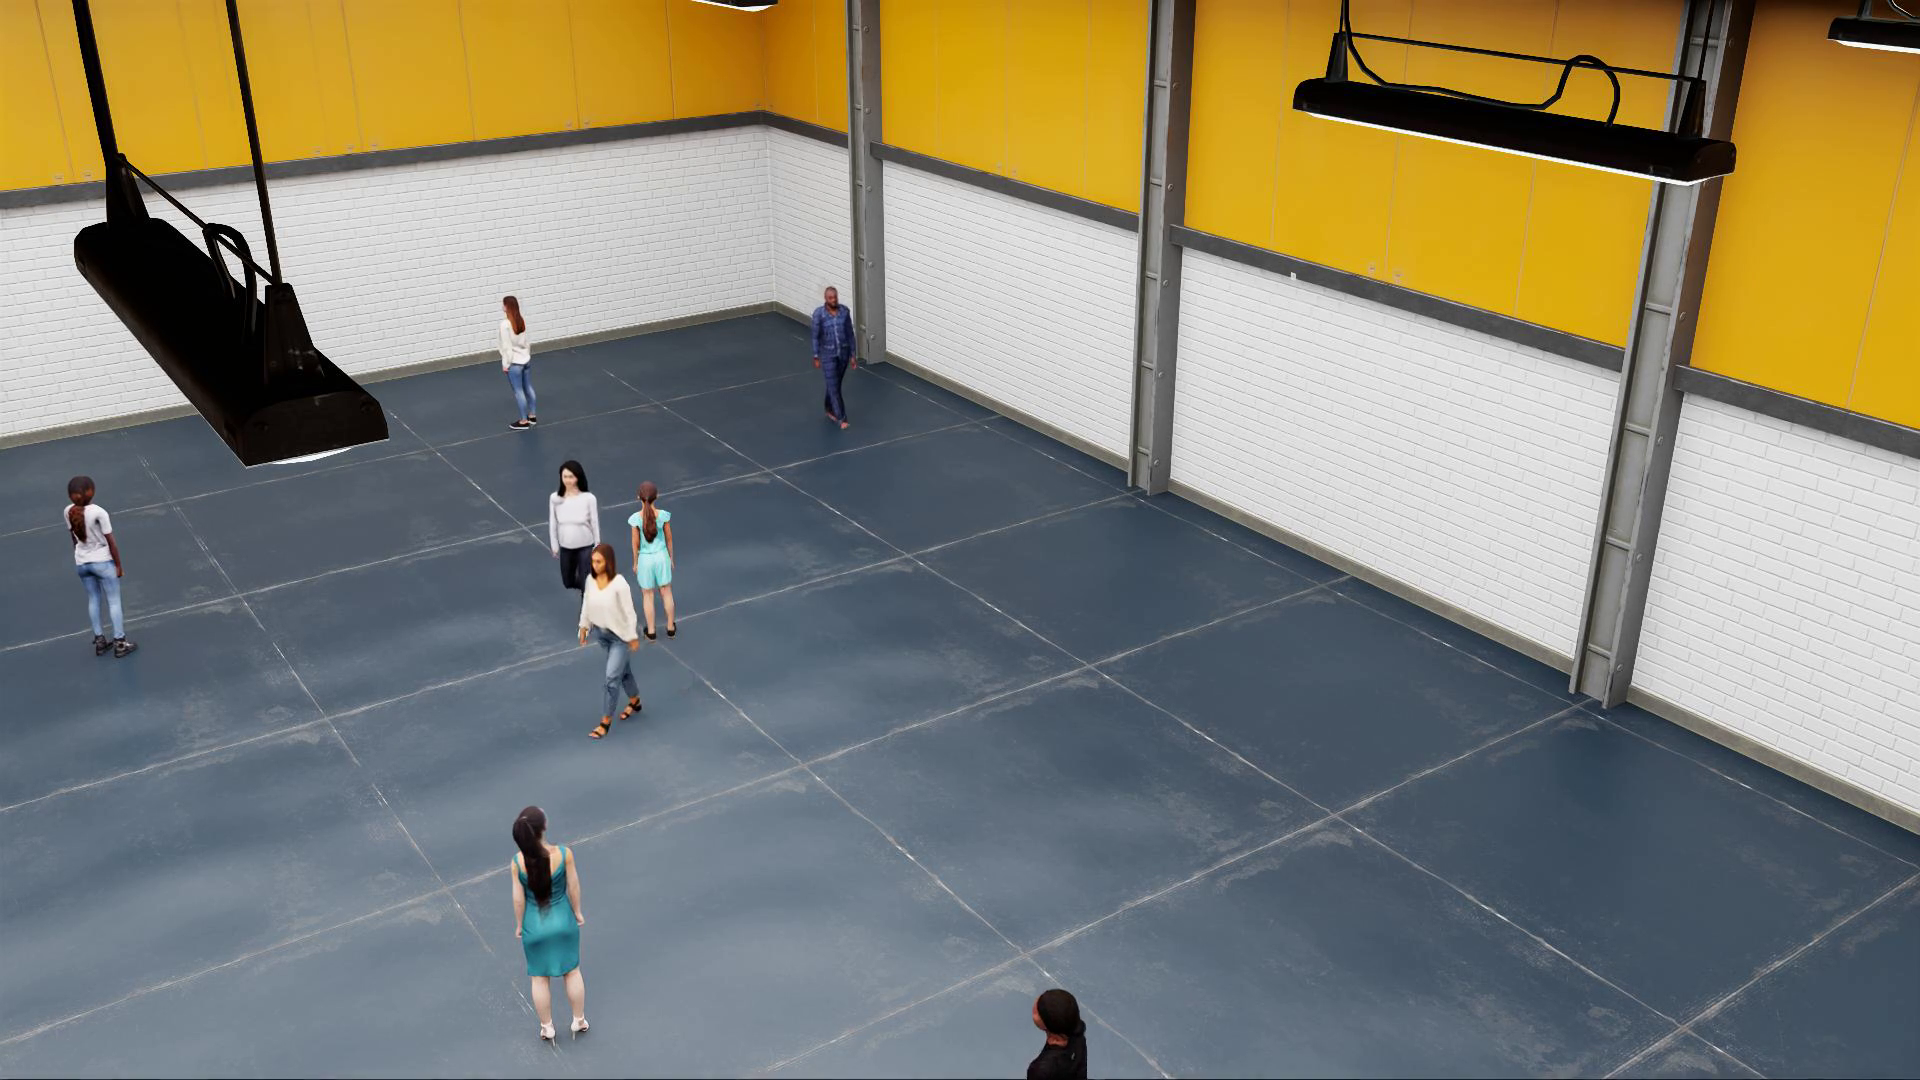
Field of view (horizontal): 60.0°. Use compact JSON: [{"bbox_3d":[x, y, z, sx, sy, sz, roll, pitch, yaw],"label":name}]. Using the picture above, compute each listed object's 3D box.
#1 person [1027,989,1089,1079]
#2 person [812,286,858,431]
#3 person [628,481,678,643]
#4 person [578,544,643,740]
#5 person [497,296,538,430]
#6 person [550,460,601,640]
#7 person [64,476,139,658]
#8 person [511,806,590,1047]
[{"bbox_3d":[0.569,3.082,8.619,1.129,1.650,0.894,12,26,26],"label":"person"},{"bbox_3d":[-1.593,-2.296,20.770,0.789,1.772,1.206,-11,26,-24],"label":"person"},{"bbox_3d":[-2.837,0.186,15.360,0.602,1.558,0.600,-8,25,-18],"label":"person"},{"bbox_3d":[-2.824,0.770,13.899,0.936,1.657,0.893,15,28,31],"label":"person"},{"bbox_3d":[-5.504,-2.216,20.687,0.727,1.691,0.704,9,25,21],"label":"person"},{"bbox_3d":[-3.547,0.043,15.528,0.923,1.685,1.019,1,24,2],"label":"person"},{"bbox_3d":[-7.824,0.228,15.061,0.646,1.721,0.702,3,24,8],"label":"person"},{"bbox_3d":[-2.528,2.365,10.214,0.613,1.686,0.573,-7,25,-16],"label":"person"}]
